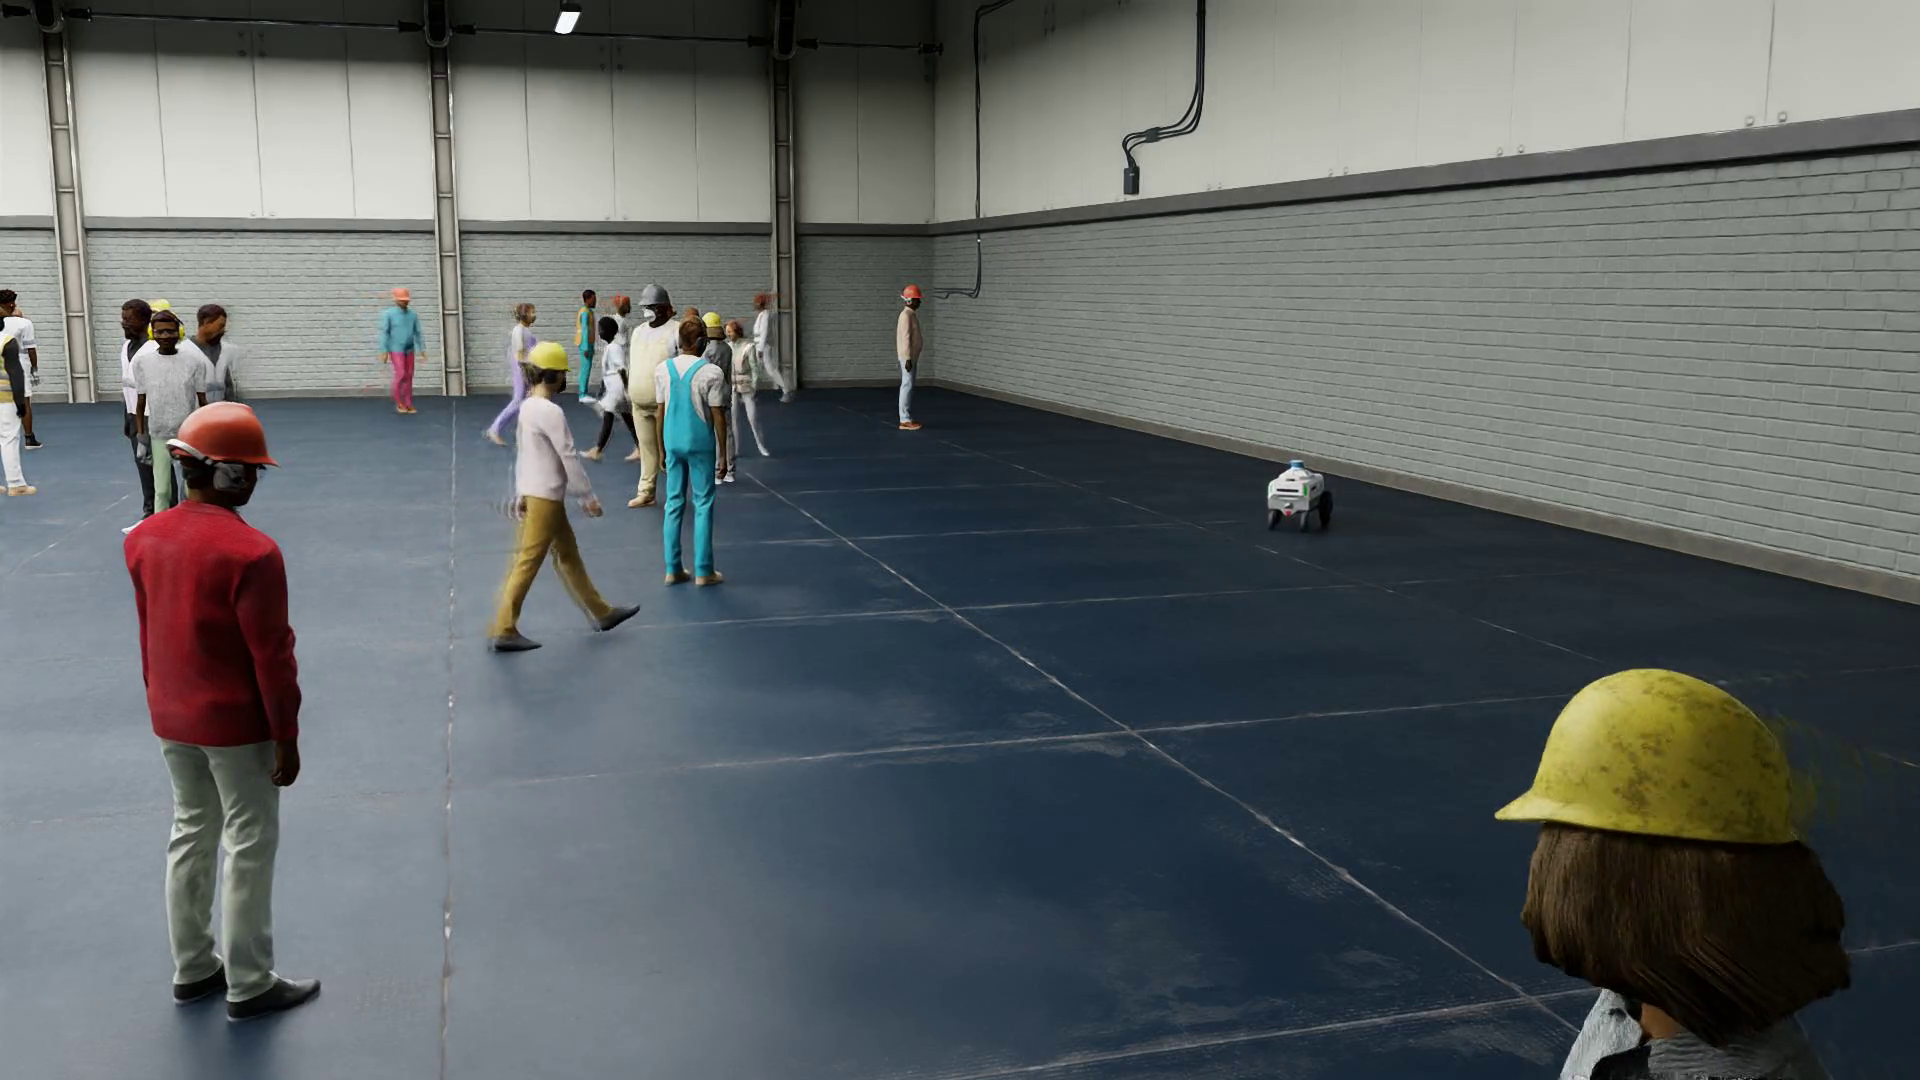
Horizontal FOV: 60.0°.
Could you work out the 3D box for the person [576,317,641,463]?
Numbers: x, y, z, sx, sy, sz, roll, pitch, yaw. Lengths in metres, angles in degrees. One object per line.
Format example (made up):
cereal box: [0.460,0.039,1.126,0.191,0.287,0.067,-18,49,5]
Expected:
person: [-3.948,-1.685,18.775,0.850,1.648,0.569,-3,9,-17]

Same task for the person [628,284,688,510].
person: [-2.739,-1.287,15.019,0.682,2.000,0.537,4,10,25]

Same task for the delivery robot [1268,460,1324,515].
delivery robot: [2.825,-0.427,13.957,0.477,0.478,0.707,4,10,23]

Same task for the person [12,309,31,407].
person: [-14.376,-2.714,25.382,0.309,1.645,0.514,-6,11,-34]

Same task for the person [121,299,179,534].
person: [-6.585,-0.988,13.502,0.596,1.915,0.380,6,11,34]

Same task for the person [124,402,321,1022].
person: [-2.059,0.482,4.696,0.573,1.739,0.351,4,10,26]

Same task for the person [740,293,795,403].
person: [-3.254,-3.229,28.035,0.914,1.856,0.588,-4,10,-22]

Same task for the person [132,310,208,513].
person: [-5.690,-0.731,12.049,0.510,1.863,0.326,-3,10,-21]

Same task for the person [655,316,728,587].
person: [-1.806,-0.591,11.249,0.516,1.835,0.357,3,9,16]

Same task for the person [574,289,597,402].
person: [-6.355,-3.298,28.272,0.384,1.914,0.593,-1,9,-9]

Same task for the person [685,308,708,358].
person: [-4.200,-2.834,26.181,0.505,1.632,0.269,1,9,6]

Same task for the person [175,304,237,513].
person: [-6.189,-0.982,13.588,0.457,1.886,0.621,3,9,17]

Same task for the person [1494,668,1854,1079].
person: [0.617,0.985,1.545,0.493,1.721,0.558,1,9,4]

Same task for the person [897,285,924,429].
person: [-0.678,-2.536,23.130,0.396,1.992,0.622,1,9,5]

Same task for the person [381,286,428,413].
person: [-8.574,-2.916,25.632,0.506,1.962,0.661,7,11,39]

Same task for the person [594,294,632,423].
person: [-4.914,-2.588,23.894,0.578,1.869,0.576,-2,9,-10]

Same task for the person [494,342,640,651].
person: [-2.258,-0.247,9.400,0.909,1.718,0.540,-5,10,-29]

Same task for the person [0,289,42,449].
person: [-11.581,-2.079,20.304,0.613,1.963,0.361,-2,9,-13]

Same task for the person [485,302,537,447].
person: [-5.442,-2.045,20.608,0.906,1.813,0.516,1,9,7]

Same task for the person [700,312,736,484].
person: [-2.500,-1.439,16.936,0.311,1.741,0.493,5,10,28]

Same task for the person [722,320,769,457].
person: [-2.527,-1.768,19.466,0.531,1.608,0.593,3,9,20]

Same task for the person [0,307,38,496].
person: [-9.235,-1.335,15.959,0.625,1.843,0.430,2,9,11]
